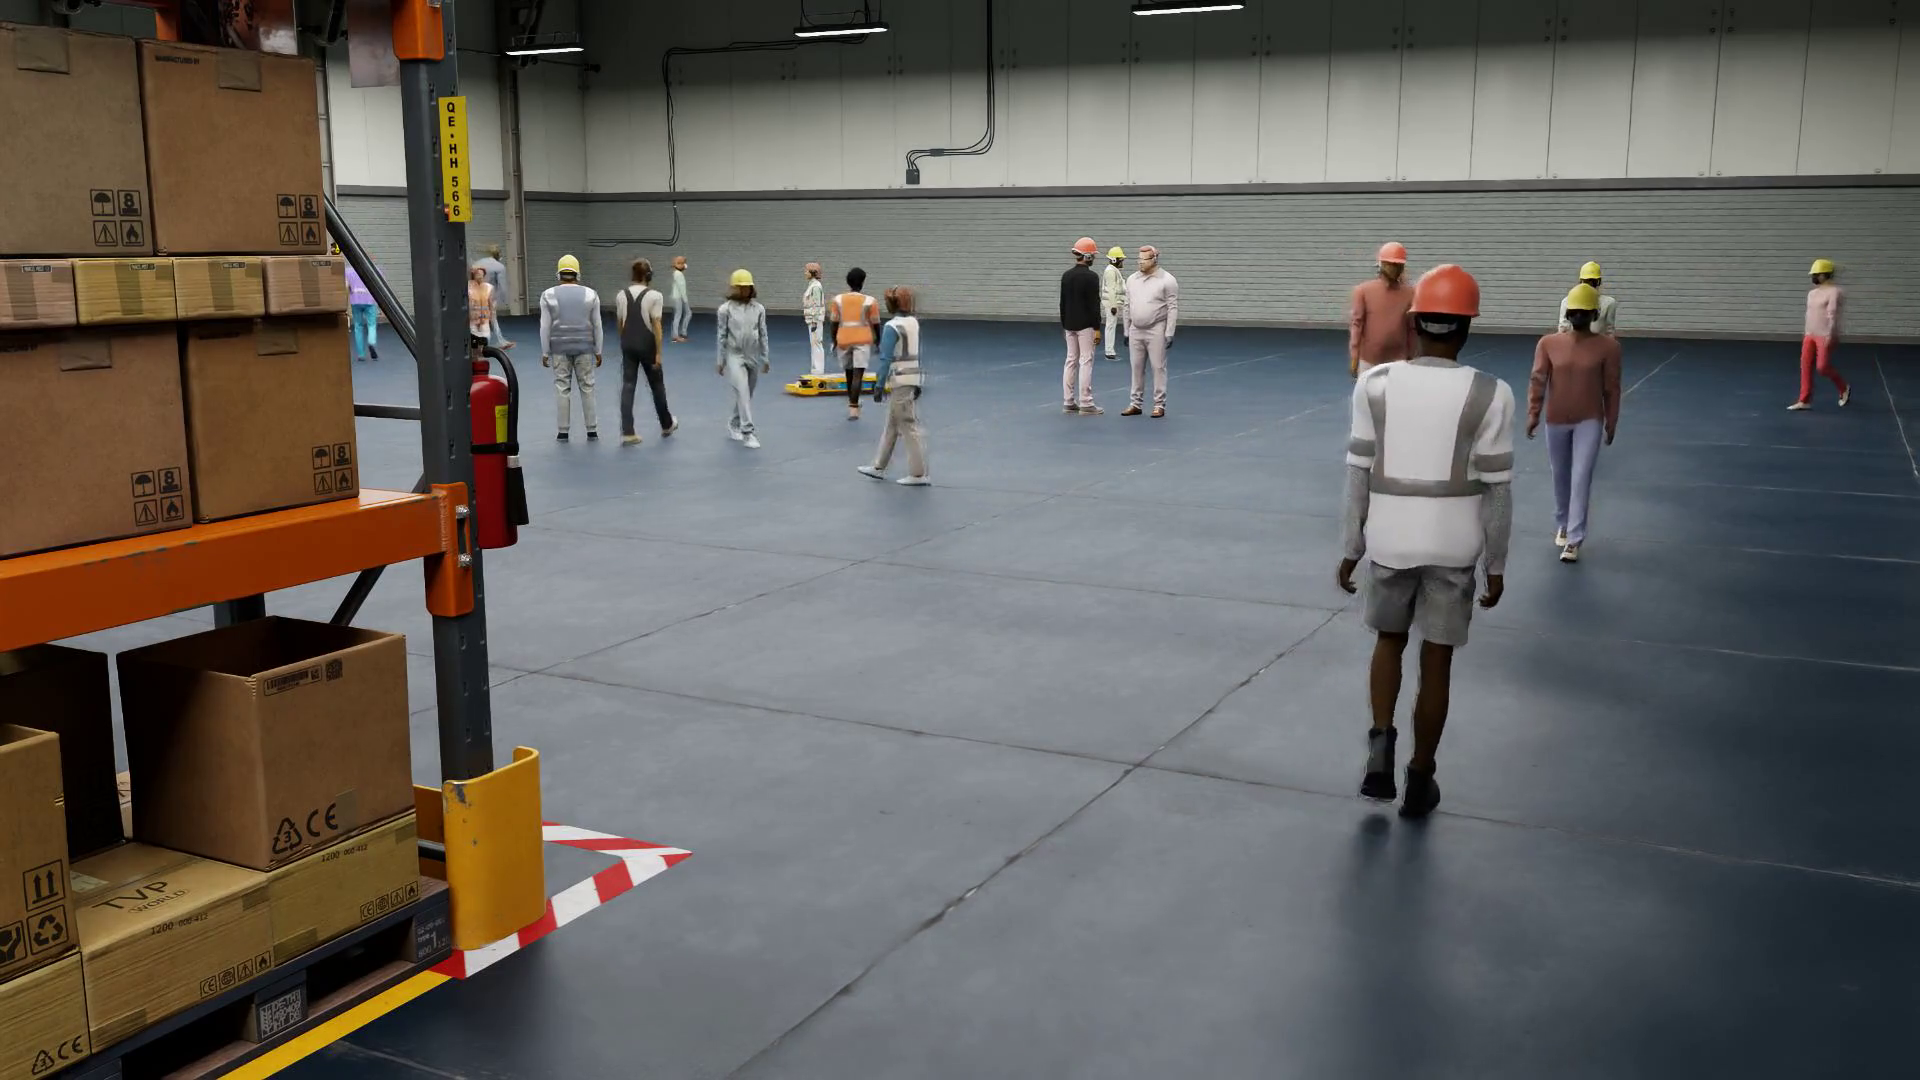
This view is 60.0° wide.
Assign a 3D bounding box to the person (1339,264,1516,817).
[{"bbox_3d":[1.609,0.019,5.752,0.575,1.924,0.415,6,12,28],"label":"person"}]

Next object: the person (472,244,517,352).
[{"bbox_3d":[-8.043,-4.117,28.500,0.635,1.851,1.080,7,13,35],"label":"person"}]

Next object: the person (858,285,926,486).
[{"bbox_3d":[-0.588,-1.250,13.507,0.758,1.606,0.541,4,11,21],"label":"person"}]

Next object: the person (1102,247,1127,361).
[{"bbox_3d":[2.504,-3.829,26.988,0.404,1.835,0.587,1,10,7],"label":"person"}]

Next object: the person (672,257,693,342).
[{"bbox_3d":[-5.257,-4.561,31.577,0.499,1.615,0.505,0,10,-1],"label":"person"}]

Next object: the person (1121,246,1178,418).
[{"bbox_3d":[2.093,-2.317,18.554,0.644,1.904,0.399,7,13,35],"label":"person"}]

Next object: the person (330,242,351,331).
[{"bbox_3d":[-13.074,-5.323,35.034,0.328,1.874,0.521,-6,12,-30],"label":"person"}]

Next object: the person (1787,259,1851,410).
[{"bbox_3d":[9.954,-2.360,19.181,0.618,1.749,0.535,-2,11,-11],"label":"person"}]

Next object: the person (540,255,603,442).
[{"bbox_3d":[-3.813,-1.874,16.334,0.601,1.830,0.404,-4,11,-18],"label":"person"}]

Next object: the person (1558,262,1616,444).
[{"bbox_3d":[6.063,-1.801,16.115,0.533,1.768,0.311,2,11,9],"label":"person"}]

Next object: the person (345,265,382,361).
[{"bbox_3d":[-9.611,-3.784,26.760,0.585,1.826,0.530,-4,11,-22],"label":"person"}]

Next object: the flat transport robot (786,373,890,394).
[{"bbox_3d":[-1.458,-2.020,21.391,1.431,0.197,0.652,-4,11,-23],"label":"flat transport robot"}]

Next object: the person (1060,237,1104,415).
[{"bbox_3d":[1.393,-2.415,18.839,0.394,1.992,0.622,-7,13,-35],"label":"person"}]

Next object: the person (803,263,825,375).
[{"bbox_3d":[-2.033,-3.036,23.196,0.307,1.641,0.511,-2,11,-12],"label":"person"}]

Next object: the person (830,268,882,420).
[{"bbox_3d":[-1.138,-2.183,18.494,0.556,1.645,0.873,3,11,14],"label":"person"}]

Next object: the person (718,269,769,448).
[{"bbox_3d":[-2.125,-1.772,16.131,0.494,1.708,0.874,-7,12,-32],"label":"person"}]

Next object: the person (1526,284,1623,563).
[{"bbox_3d":[3.901,-0.761,10.573,0.527,1.730,0.891,6,12,29],"label":"person"}]

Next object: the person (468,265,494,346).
[{"bbox_3d":[-6.903,-3.102,23.627,0.527,1.616,0.546,-10,15,-44],"label":"person"}]

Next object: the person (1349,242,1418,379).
[{"bbox_3d":[3.704,-1.628,14.614,0.624,1.972,0.788,0,10,0],"label":"person"}]

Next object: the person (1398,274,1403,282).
[{"bbox_3d":[5.688,-2.814,22.100,0.814,1.595,0.521,-9,14,-42],"label":"person"}]

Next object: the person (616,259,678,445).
[{"bbox_3d":[-3.111,-1.852,16.339,0.522,1.783,0.975,2,11,12],"label":"person"}]
